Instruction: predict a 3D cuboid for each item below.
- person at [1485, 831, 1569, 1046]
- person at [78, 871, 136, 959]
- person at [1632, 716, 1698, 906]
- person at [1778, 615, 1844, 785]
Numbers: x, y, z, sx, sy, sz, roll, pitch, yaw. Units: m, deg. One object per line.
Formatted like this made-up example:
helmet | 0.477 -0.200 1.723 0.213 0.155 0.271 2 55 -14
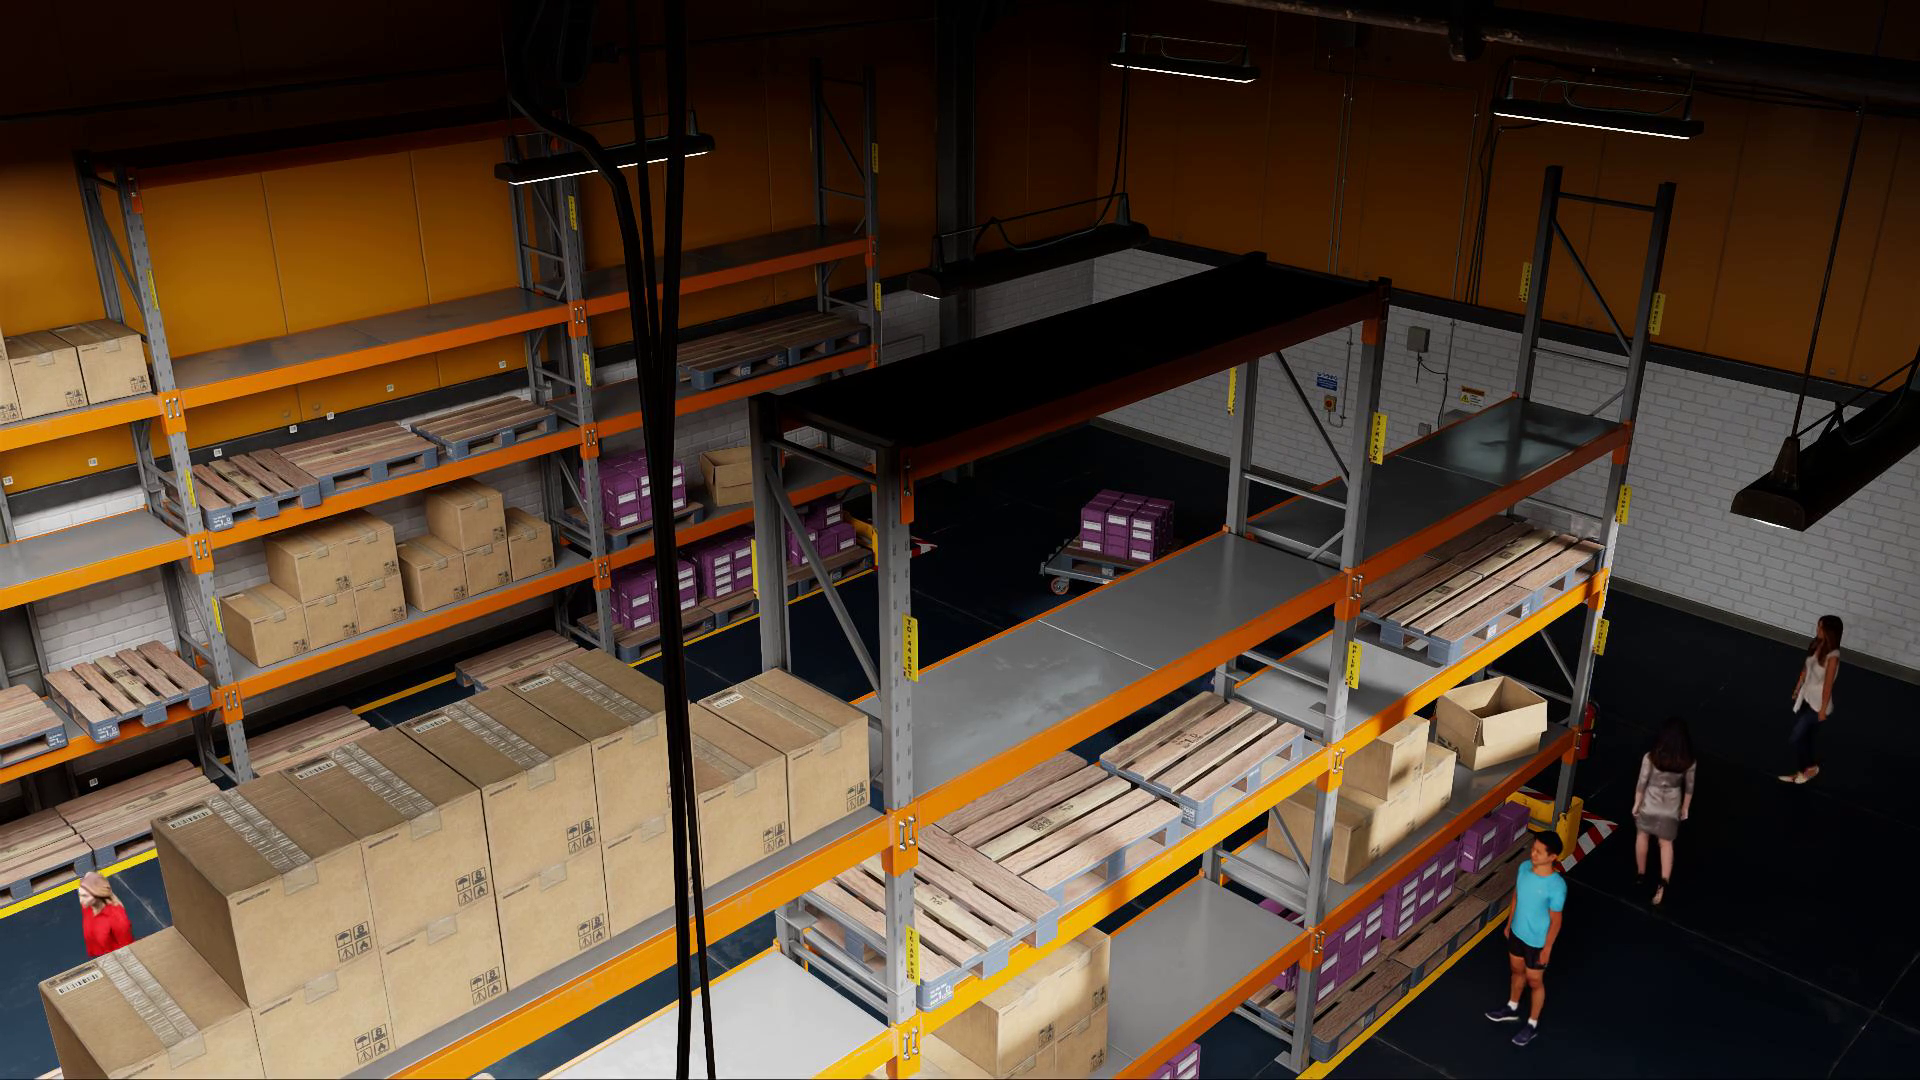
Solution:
person | 4.284 2.942 12.427 0.656 1.776 0.684 -9 25 -19
person | -6.097 3.096 12.170 0.713 1.698 0.700 11 26 23
person | 5.883 2.300 13.954 0.906 1.727 1.054 5 24 11
person | 8.121 1.537 15.639 0.791 1.775 0.721 2 24 4
